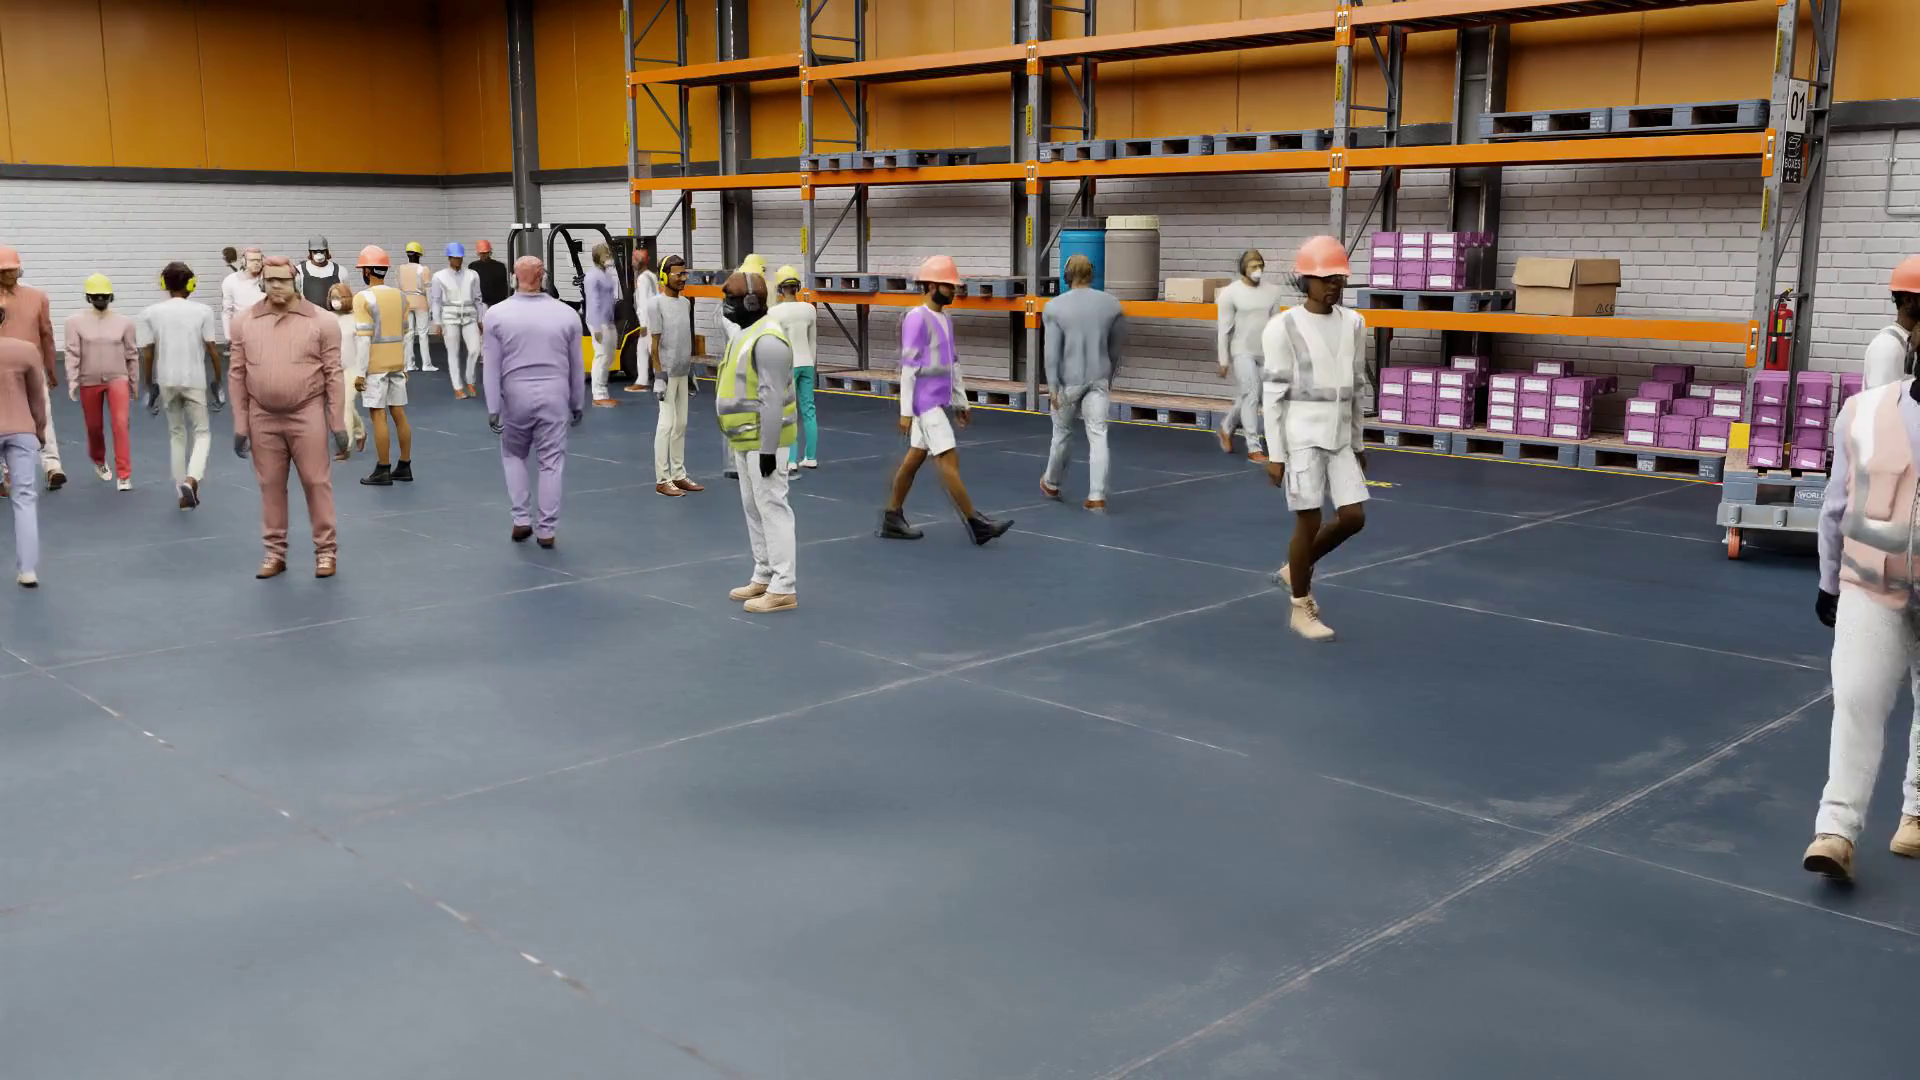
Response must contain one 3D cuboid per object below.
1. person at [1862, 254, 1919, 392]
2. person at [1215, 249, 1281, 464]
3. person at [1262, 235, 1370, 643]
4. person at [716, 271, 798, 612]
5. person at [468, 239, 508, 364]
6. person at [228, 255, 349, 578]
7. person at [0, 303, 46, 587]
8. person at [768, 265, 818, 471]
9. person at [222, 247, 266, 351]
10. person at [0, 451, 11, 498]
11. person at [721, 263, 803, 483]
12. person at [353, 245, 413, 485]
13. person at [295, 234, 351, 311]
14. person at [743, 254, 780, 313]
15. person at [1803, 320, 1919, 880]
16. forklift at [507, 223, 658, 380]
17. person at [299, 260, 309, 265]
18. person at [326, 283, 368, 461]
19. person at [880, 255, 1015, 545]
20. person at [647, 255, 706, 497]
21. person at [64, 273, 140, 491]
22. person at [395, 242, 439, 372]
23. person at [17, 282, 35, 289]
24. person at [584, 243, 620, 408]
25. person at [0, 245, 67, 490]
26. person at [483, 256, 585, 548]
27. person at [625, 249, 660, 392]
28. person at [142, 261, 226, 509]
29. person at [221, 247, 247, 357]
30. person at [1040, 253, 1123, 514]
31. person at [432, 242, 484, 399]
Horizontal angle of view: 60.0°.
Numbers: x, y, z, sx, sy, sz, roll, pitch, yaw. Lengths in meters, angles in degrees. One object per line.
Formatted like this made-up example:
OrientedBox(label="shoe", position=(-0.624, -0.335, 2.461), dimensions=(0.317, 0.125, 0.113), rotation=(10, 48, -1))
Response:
OrientedBox(label="person", position=(4.420, -0.366, 7.824), dimensions=(0.373, 1.935, 0.552), rotation=(9, 14, 40))
OrientedBox(label="person", position=(2.577, -1.673, 15.045), dimensions=(0.630, 1.913, 0.931), rotation=(-5, 12, -27))
OrientedBox(label="person", position=(1.782, -0.502, 8.328), dimensions=(0.632, 2.020, 0.483), rotation=(-5, 12, -27))
OrientedBox(label="person", position=(-1.105, -0.532, 9.035), dimensions=(0.434, 1.833, 0.627), rotation=(-4, 11, -21))
OrientedBox(label="person", position=(-7.429, -3.741, 26.195), dimensions=(0.619, 1.949, 0.830), rotation=(-2, 11, -10))
OrientedBox(label="person", position=(-3.972, -0.723, 9.857), dimensions=(0.661, 1.909, 0.406), rotation=(-1, 10, -7))
OrientedBox(label="person", position=(-5.625, -0.608, 9.717), dimensions=(0.540, 1.733, 0.825), rotation=(-8, 13, -39))
OrientedBox(label="person", position=(-1.450, -1.467, 14.304), dimensions=(0.329, 1.765, 0.525), rotation=(10, 15, 44))
OrientedBox(label="person", position=(-7.672, -2.241, 18.166), dimensions=(0.672, 1.891, 0.445), rotation=(-6, 12, -28))
OrientedBox(label="person", position=(-7.537, -1.097, 12.705), dimensions=(0.626, 1.601, 0.529), rotation=(8, 13, 39))
OrientedBox(label="person", position=(-1.605, -1.325, 13.431), dimensions=(0.749, 1.794, 0.596), rotation=(5, 11, 24))
OrientedBox(label="person", position=(-4.713, -1.412, 13.523), dimensions=(0.356, 1.937, 0.552), rotation=(5, 11, 25))
OrientedBox(label="person", position=(-7.622, -2.636, 19.919), dimensions=(0.684, 2.000, 0.538), rotation=(-5, 12, -27))
OrientedBox(label="person", position=(-2.297, -2.232, 18.326), dimensions=(0.682, 1.805, 0.618), rotation=(5, 12, 27))
OrientedBox(label="person", position=(2.986, 0.186, 5.180), dimensions=(0.661, 1.794, 0.935), rotation=(8, 13, 37))
OrientedBox(label="forklift", position=(-5.316, -3.263, 22.920), dimensions=(2.313, 2.155, 1.214), rotation=(-10, 14, -44))
OrientedBox(label="person", position=(-8.945, -3.013, 22.946), dimensions=(0.521, 1.677, 0.540), rotation=(7, 13, 34))
OrientedBox(label="person", position=(-5.620, -1.558, 15.240), dimensions=(0.494, 1.602, 0.815), rotation=(1, 10, 7))
OrientedBox(label="person", position=(-0.101, -0.905, 10.898), dimensions=(0.994, 1.881, 0.573), rotation=(4, 11, 18))
OrientedBox(label="person", position=(-2.222, -1.279, 12.999), dimensions=(0.328, 1.867, 0.514), rotation=(4, 11, 23))
OrientedBox(label="person", position=(-6.918, -1.286, 13.424), dimensions=(0.544, 1.728, 0.853), rotation=(-6, 12, -29))
OrientedBox(label="person", position=(-8.078, -3.457, 24.720), dimensions=(0.586, 1.923, 0.371), rotation=(2, 11, 13))
OrientedBox(label="person", position=(-9.161, -1.850, 16.119), dimensions=(0.327, 1.865, 0.521), rotation=(3, 11, 18))
OrientedBox(label="person", position=(-4.234, -2.519, 19.634), dimensions=(0.352, 1.924, 0.673), rotation=(1, 10, 6))
OrientedBox(label="person", position=(-7.471, -1.349, 13.177), dimensions=(0.654, 1.936, 1.011), rotation=(-9, 14, -41))
OrientedBox(label="person", position=(-2.776, -0.900, 10.857), dimensions=(0.663, 1.883, 0.587), rotation=(-4, 11, -21))
OrientedBox(label="person", position=(-3.910, -2.820, 21.457), dimensions=(0.824, 1.856, 0.583), rotation=(-1, 10, -4))
OrientedBox(label="person", position=(-5.684, -1.109, 12.143), dimensions=(0.572, 1.843, 0.590), rotation=(-2, 11, -10))
OrientedBox(label="person", position=(-12.057, -3.955, 27.762), dimensions=(0.355, 1.817, 0.561), rotation=(10, 15, 44))
OrientedBox(label="person", position=(0.883, -1.176, 12.379), dimensions=(0.636, 1.883, 0.996), rotation=(-2, 11, -11))
OrientedBox(label="person", position=(-6.185, -2.700, 20.543), dimensions=(0.641, 1.935, 0.460), rotation=(-6, 12, -31))
